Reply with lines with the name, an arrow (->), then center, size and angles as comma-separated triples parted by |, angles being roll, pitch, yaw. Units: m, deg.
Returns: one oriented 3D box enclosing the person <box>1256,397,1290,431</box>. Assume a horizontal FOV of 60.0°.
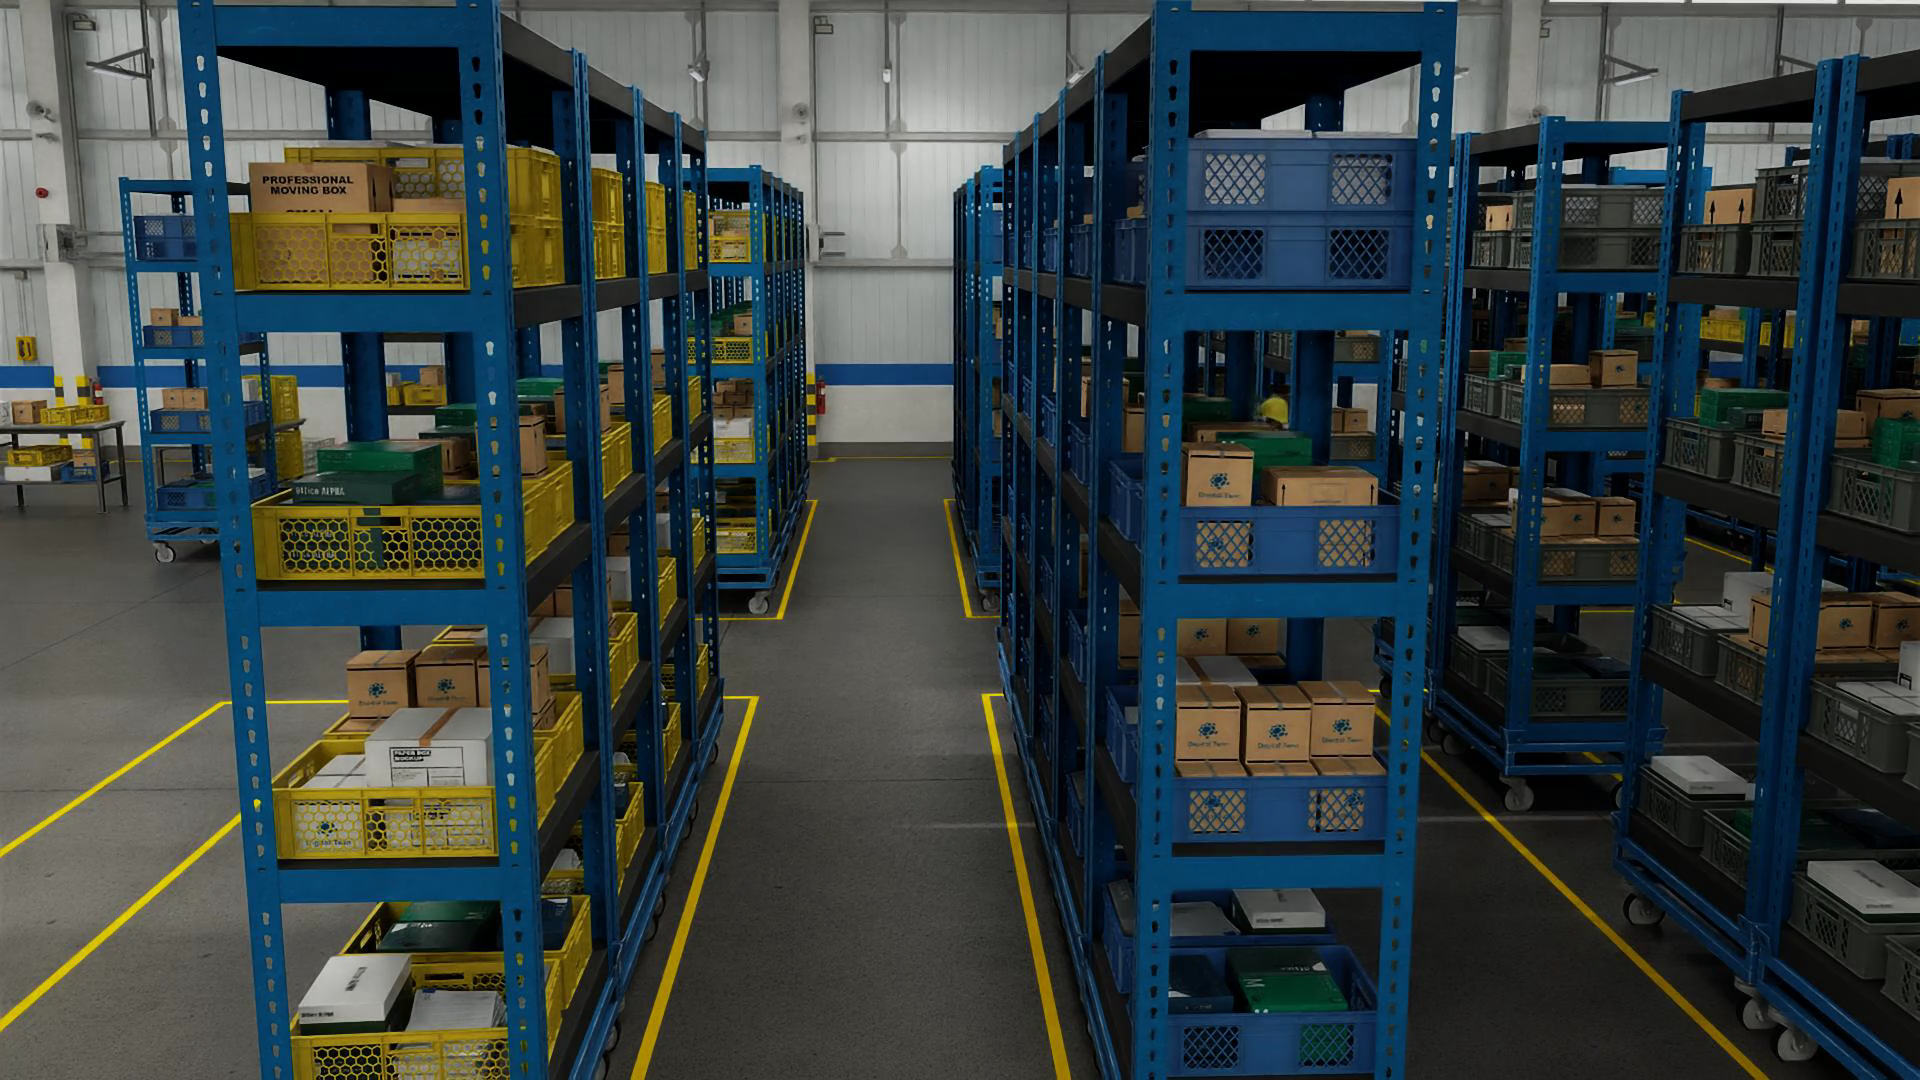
person -> 2.332, -0.267, 13.426 | 0.647, 1.791, 0.623 | -5, 11, -26
